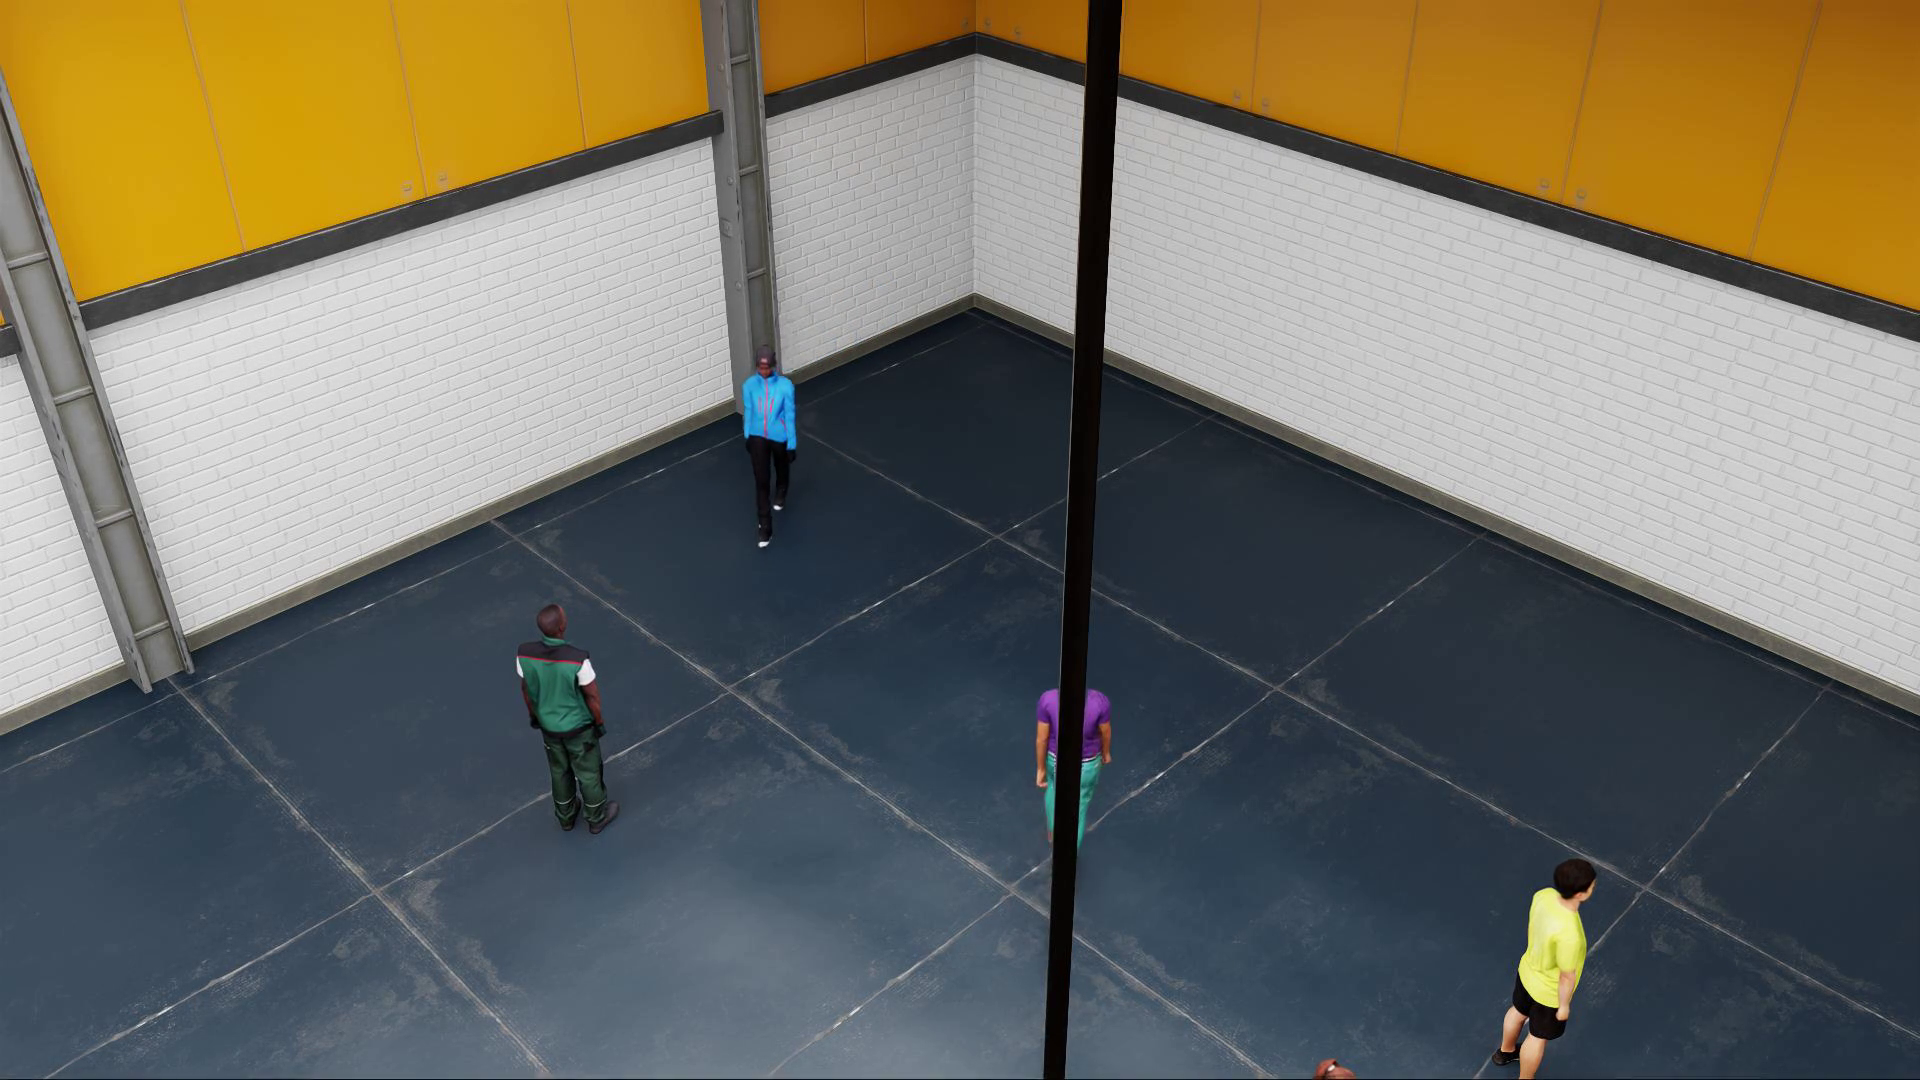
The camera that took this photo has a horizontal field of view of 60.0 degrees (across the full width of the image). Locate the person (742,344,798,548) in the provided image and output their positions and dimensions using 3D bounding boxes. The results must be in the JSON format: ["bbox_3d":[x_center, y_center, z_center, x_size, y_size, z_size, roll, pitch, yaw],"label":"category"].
[{"bbox_3d":[-1.604,-0.916,14.360,1.163,1.743,1.218,1,34,1],"label":"person"}]

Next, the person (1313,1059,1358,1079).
[{"bbox_3d":[1.749,3.187,8.192,0.655,1.740,0.477,25,41,32],"label":"person"}]

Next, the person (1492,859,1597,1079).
[{"bbox_3d":[3.289,2.448,9.332,0.732,1.708,0.698,-4,34,-6],"label":"person"}]

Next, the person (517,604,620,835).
[{"bbox_3d":[-2.624,1.198,11.094,0.783,1.839,0.797,6,34,9],"label":"person"}]

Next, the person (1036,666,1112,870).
[{"bbox_3d":[0.718,1.504,10.720,0.907,1.744,1.019,7,34,10],"label":"person"}]
